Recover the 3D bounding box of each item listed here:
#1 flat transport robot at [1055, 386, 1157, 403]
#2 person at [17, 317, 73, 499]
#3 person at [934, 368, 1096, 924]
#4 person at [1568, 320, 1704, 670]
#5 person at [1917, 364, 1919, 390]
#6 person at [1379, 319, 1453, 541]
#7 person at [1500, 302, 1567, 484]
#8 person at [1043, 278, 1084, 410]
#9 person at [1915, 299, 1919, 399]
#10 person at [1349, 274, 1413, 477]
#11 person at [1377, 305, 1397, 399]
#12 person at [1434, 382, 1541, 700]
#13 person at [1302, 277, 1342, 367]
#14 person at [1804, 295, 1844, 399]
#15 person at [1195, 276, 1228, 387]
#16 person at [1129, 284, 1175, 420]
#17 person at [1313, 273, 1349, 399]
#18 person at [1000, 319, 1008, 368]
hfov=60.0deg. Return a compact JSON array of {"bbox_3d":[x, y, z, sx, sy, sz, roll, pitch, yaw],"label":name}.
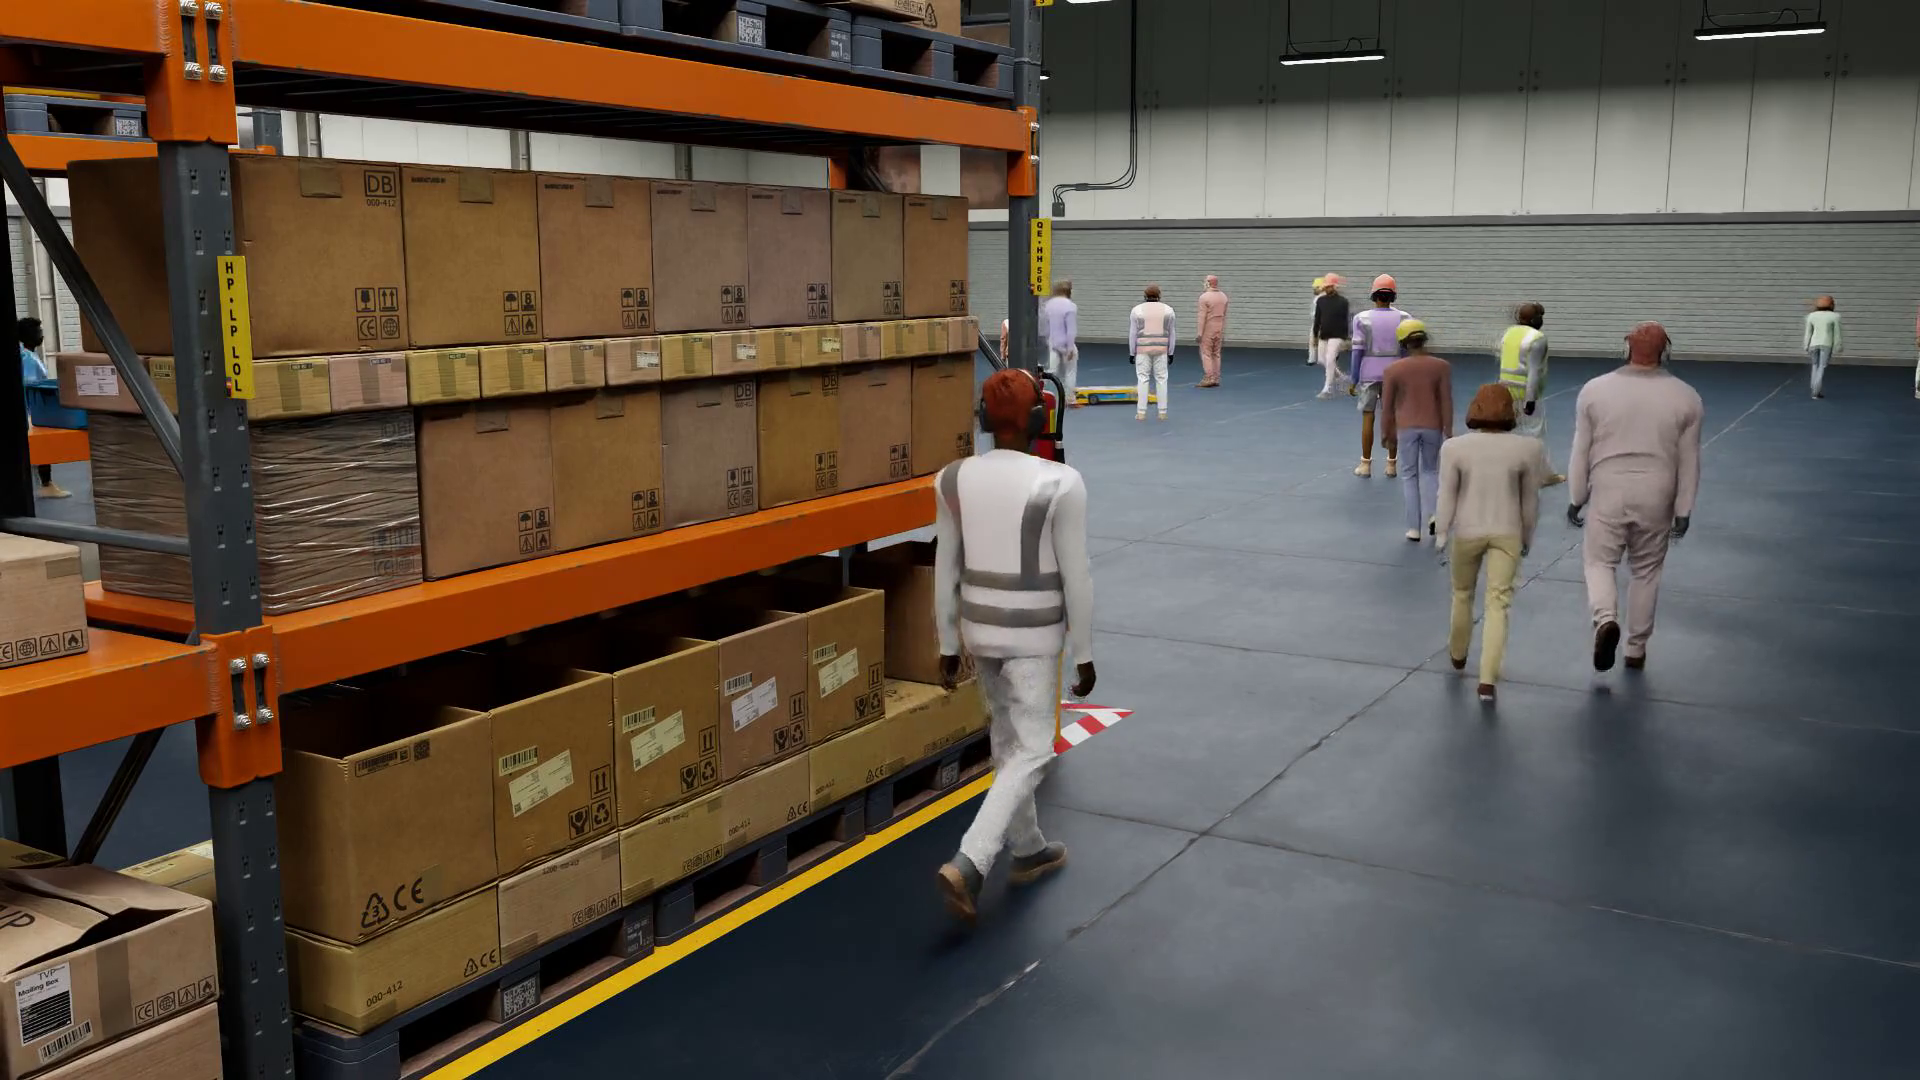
[{"bbox_3d":[2.213,-2.213,25.273,1.431,0.197,0.652,-3,10,-17],"label":"flat transport robot"},{"bbox_3d":[-8.547,-1.192,15.186,0.614,1.679,0.536,-5,11,-26],"label":"person"},{"bbox_3d":[0.150,0.347,5.637,0.579,1.860,0.863,7,12,34],"label":"person"},{"bbox_3d":[3.574,-0.214,8.830,0.650,1.889,0.669,3,10,18],"label":"person"},{"bbox_3d":[11.415,-1.859,19.284,0.518,1.616,0.749,7,12,37],"label":"person"},{"bbox_3d":[3.584,-0.867,13.115,0.545,1.725,0.515,1,10,4],"label":"person"},{"bbox_3d":[5.451,-1.417,16.197,0.971,1.794,0.645,-3,10,-18],"label":"person"},{"bbox_3d":[1.409,-2.805,23.958,0.845,1.915,0.639,-8,12,-38],"label":"person"},{"bbox_3d":[15.273,-3.201,26.016,0.611,1.994,0.379,0,10,-2],"label":"person"},{"bbox_3d":[4.232,-1.647,16.772,0.615,2.042,0.374,0,10,0],"label":"person"},{"bbox_3d":[6.537,-3.031,25.692,0.311,1.768,0.522,-6,12,-33],"label":"person"},{"bbox_3d":[2.704,-0.013,8.545,0.515,1.582,0.875,3,10,16],"label":"person"},{"bbox_3d":[7.296,-4.375,33.441,0.710,1.804,0.589,-3,10,-18],"label":"person"},{"bbox_3d":[13.592,-3.027,26.134,0.662,1.612,0.520,-7,12,-36],"label":"person"},{"bbox_3d":[4.301,-3.537,28.328,0.705,1.895,0.546,-7,12,-37],"label":"person"},{"bbox_3d":[2.607,-2.549,22.645,0.634,1.841,0.429,-1,10,-3],"label":"person"},{"bbox_3d":[5.870,-3.207,26.138,0.693,1.968,0.650,-7,12,-37],"label":"person"},{"bbox_3d":[0.802,-2.445,22.638,0.523,1.636,0.311,2,10,14],"label":"person"}]
